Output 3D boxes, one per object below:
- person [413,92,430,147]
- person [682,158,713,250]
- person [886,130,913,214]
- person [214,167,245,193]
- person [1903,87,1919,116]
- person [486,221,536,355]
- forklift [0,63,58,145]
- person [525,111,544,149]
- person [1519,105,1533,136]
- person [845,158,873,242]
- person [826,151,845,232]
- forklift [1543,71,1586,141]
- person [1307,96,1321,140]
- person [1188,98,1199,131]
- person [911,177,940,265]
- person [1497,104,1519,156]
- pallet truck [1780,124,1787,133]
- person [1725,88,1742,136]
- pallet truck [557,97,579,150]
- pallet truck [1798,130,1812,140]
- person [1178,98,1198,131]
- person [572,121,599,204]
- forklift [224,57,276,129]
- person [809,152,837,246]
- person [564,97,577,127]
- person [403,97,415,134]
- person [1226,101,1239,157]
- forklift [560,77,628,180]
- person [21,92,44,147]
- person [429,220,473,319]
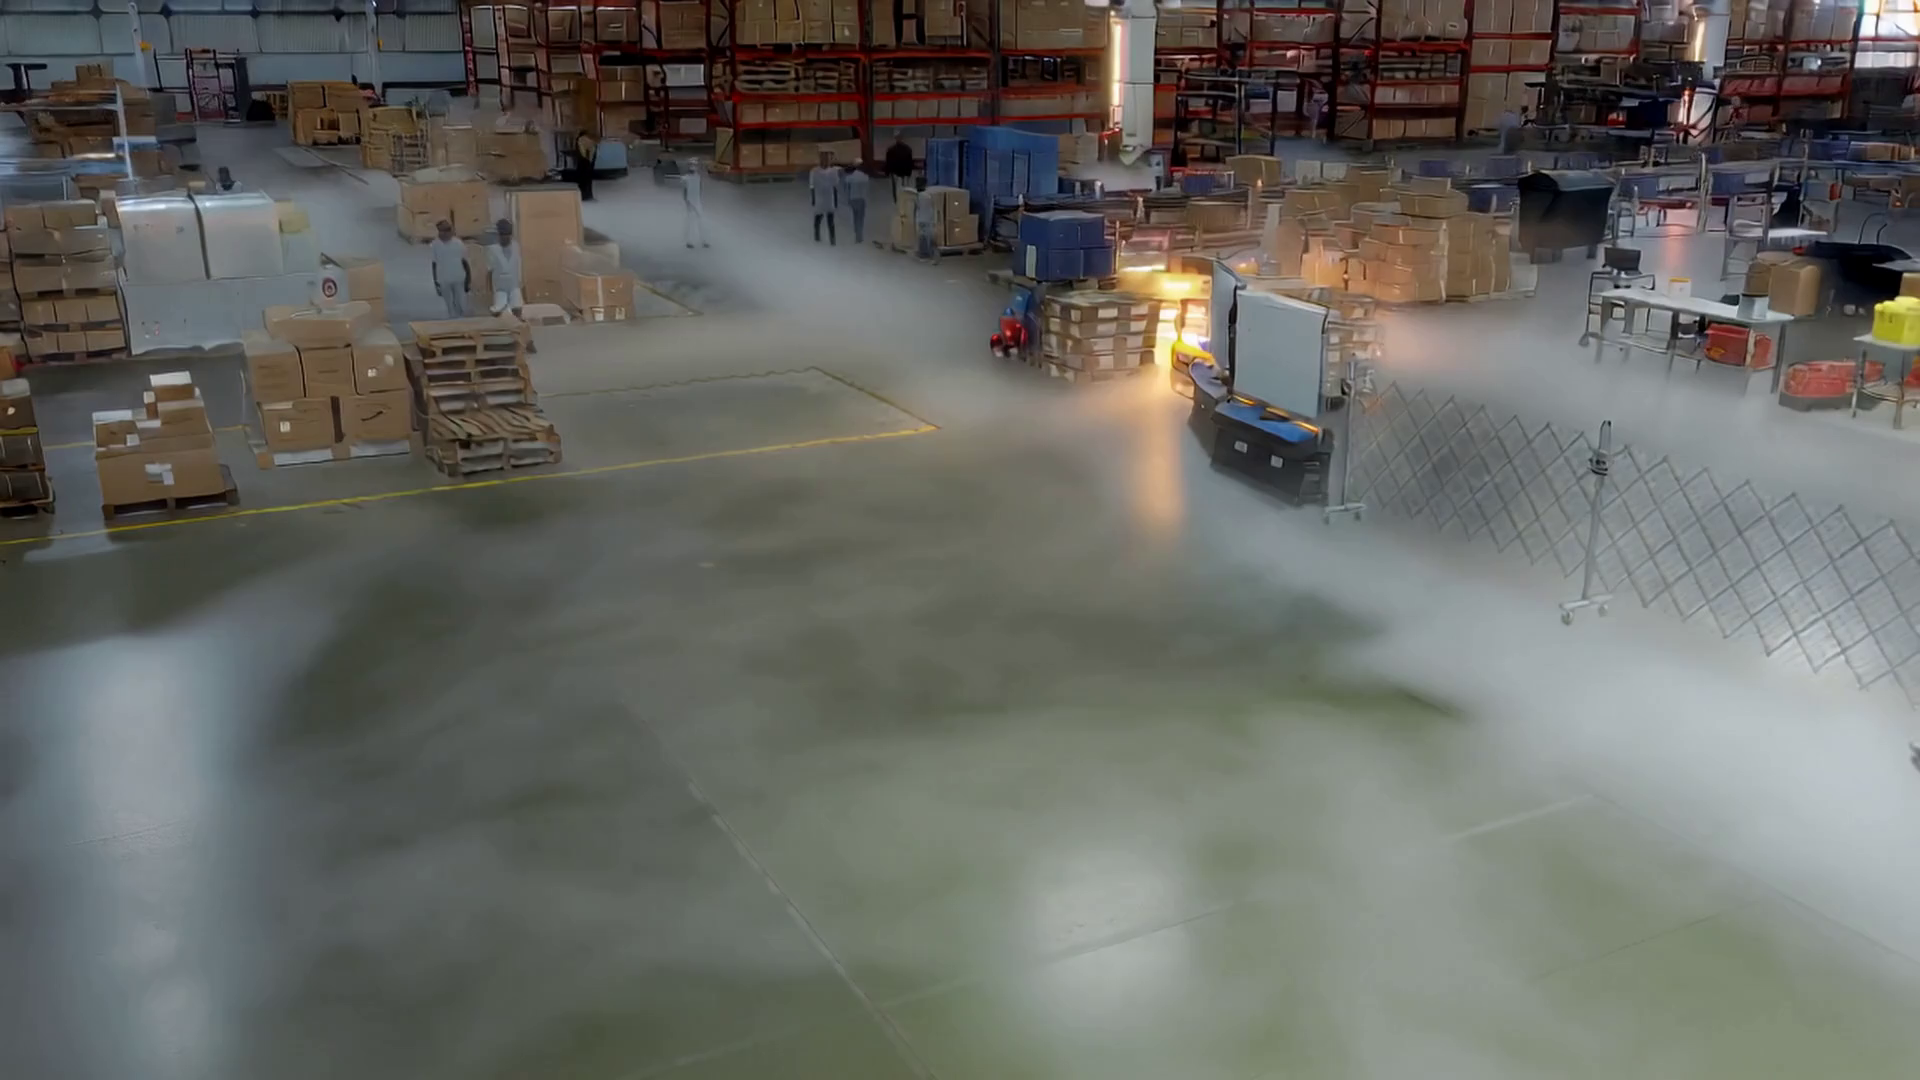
[{"bbox_3d":[-18.925,-14.788,58.510,0.593,1.909,0.385,6,19,18],"label":"person"},{"bbox_3d":[-5.353,-6.784,33.669,0.786,1.840,0.510,16,24,41],"label":"person"},{"bbox_3d":[-1.438,-8.771,39.659,0.656,1.954,0.925,0,18,0],"label":"person"},{"bbox_3d":[-13.871,-6.194,31.780,0.599,1.874,0.991,-3,18,-10],"label":"person"},{"bbox_3d":[37.768,-17.168,66.214,0.772,1.728,0.532,-8,19,-23],"label":"person"},{"bbox_3d":[-6.425,-3.571,23.594,0.582,1.869,1.040,-15,23,-38],"label":"person"},{"bbox_3d":[-33.566,-15.610,59.499,1.873,2.768,1.129,-9,20,-26],"label":"forklift"},{"bbox_3d":[-12.480,-11.614,48.729,0.978,1.830,0.580,-11,21,-31],"label":"person"},{"bbox_3d":[18.683,-13.504,54.893,0.847,1.649,0.557,-13,22,-36],"label":"person"},{"bbox_3d":[-2.157,-7.181,35.109,0.531,1.712,0.948,4,18,12],"label":"person"},{"bbox_3d":[-2.769,-7.699,36.681,0.548,1.745,0.639,4,18,13],"label":"person"},{"bbox_3d":[18.685,-13.231,52.085,1.873,2.768,1.129,-9,20,-26],"label":"forklift"},{"bbox_3d":[13.088,-15.590,61.471,0.562,1.612,0.446,0,18,-1],"label":"person"},{"bbox_3d":[9.179,-16.941,65.397,0.596,1.791,0.614,2,18,6],"label":"person"},{"bbox_3d":[-0.651,-6.080,31.730,0.580,1.676,0.447,-6,19,-19],"label":"person"},{"bbox_3d":[17.475,-12.940,52.895,0.630,1.815,0.598,-10,21,-30],"label":"person"},{"bbox_3d":[25.206,-12.542,52.601,1.601,1.201,0.680,0,18,-2],"label":"pallet truck"},{"bbox_3d":[28.319,-15.566,60.906,0.502,1.926,0.577,-5,18,-15],"label":"person"},{"bbox_3d":[-13.495,-14.412,57.188,0.823,1.965,1.885,-3,18,-9],"label":"pallet truck"},{"bbox_3d":[25.526,-11.556,49.408,1.630,1.274,0.653,-9,20,-26],"label":"pallet truck"},{"bbox_3d":[9.126,-17.265,66.263,0.919,1.907,0.618,-4,18,-13],"label":"person"},{"bbox_3d":[-9.351,-9.454,41.661,0.538,2.000,0.689,-15,23,-39],"label":"person"},{"bbox_3d":[-28.862,-18.068,67.164,1.873,2.768,1.129,-9,20,-26],"label":"forklift"},{"bbox_3d":[-2.838,-7.094,34.522,0.631,1.912,1.021,-6,19,-19],"label":"person"},{"bbox_3d":[-14.388,-15.680,61.404,0.430,1.839,0.619,9,20,26],"label":"person"},{"bbox_3d":[-19.897,-15.168,60.146,0.414,1.629,0.524,-15,23,-40],"label":"person"},{"bbox_3d":[8.898,-13.498,54.515,0.645,1.885,0.797,-6,19,-19],"label":"person"},{"bbox_3d":[-10.605,-11.778,47.552,1.873,2.768,1.129,-9,20,-26],"label":"forklift"},{"bbox_3d":[-32.616,-14.755,58.382,0.426,1.915,0.651,4,18,14],"label":"person"},{"bbox_3d":[-7.367,-3.728,24.133,0.550,1.835,0.472,-3,18,-10],"label":"person"}]
